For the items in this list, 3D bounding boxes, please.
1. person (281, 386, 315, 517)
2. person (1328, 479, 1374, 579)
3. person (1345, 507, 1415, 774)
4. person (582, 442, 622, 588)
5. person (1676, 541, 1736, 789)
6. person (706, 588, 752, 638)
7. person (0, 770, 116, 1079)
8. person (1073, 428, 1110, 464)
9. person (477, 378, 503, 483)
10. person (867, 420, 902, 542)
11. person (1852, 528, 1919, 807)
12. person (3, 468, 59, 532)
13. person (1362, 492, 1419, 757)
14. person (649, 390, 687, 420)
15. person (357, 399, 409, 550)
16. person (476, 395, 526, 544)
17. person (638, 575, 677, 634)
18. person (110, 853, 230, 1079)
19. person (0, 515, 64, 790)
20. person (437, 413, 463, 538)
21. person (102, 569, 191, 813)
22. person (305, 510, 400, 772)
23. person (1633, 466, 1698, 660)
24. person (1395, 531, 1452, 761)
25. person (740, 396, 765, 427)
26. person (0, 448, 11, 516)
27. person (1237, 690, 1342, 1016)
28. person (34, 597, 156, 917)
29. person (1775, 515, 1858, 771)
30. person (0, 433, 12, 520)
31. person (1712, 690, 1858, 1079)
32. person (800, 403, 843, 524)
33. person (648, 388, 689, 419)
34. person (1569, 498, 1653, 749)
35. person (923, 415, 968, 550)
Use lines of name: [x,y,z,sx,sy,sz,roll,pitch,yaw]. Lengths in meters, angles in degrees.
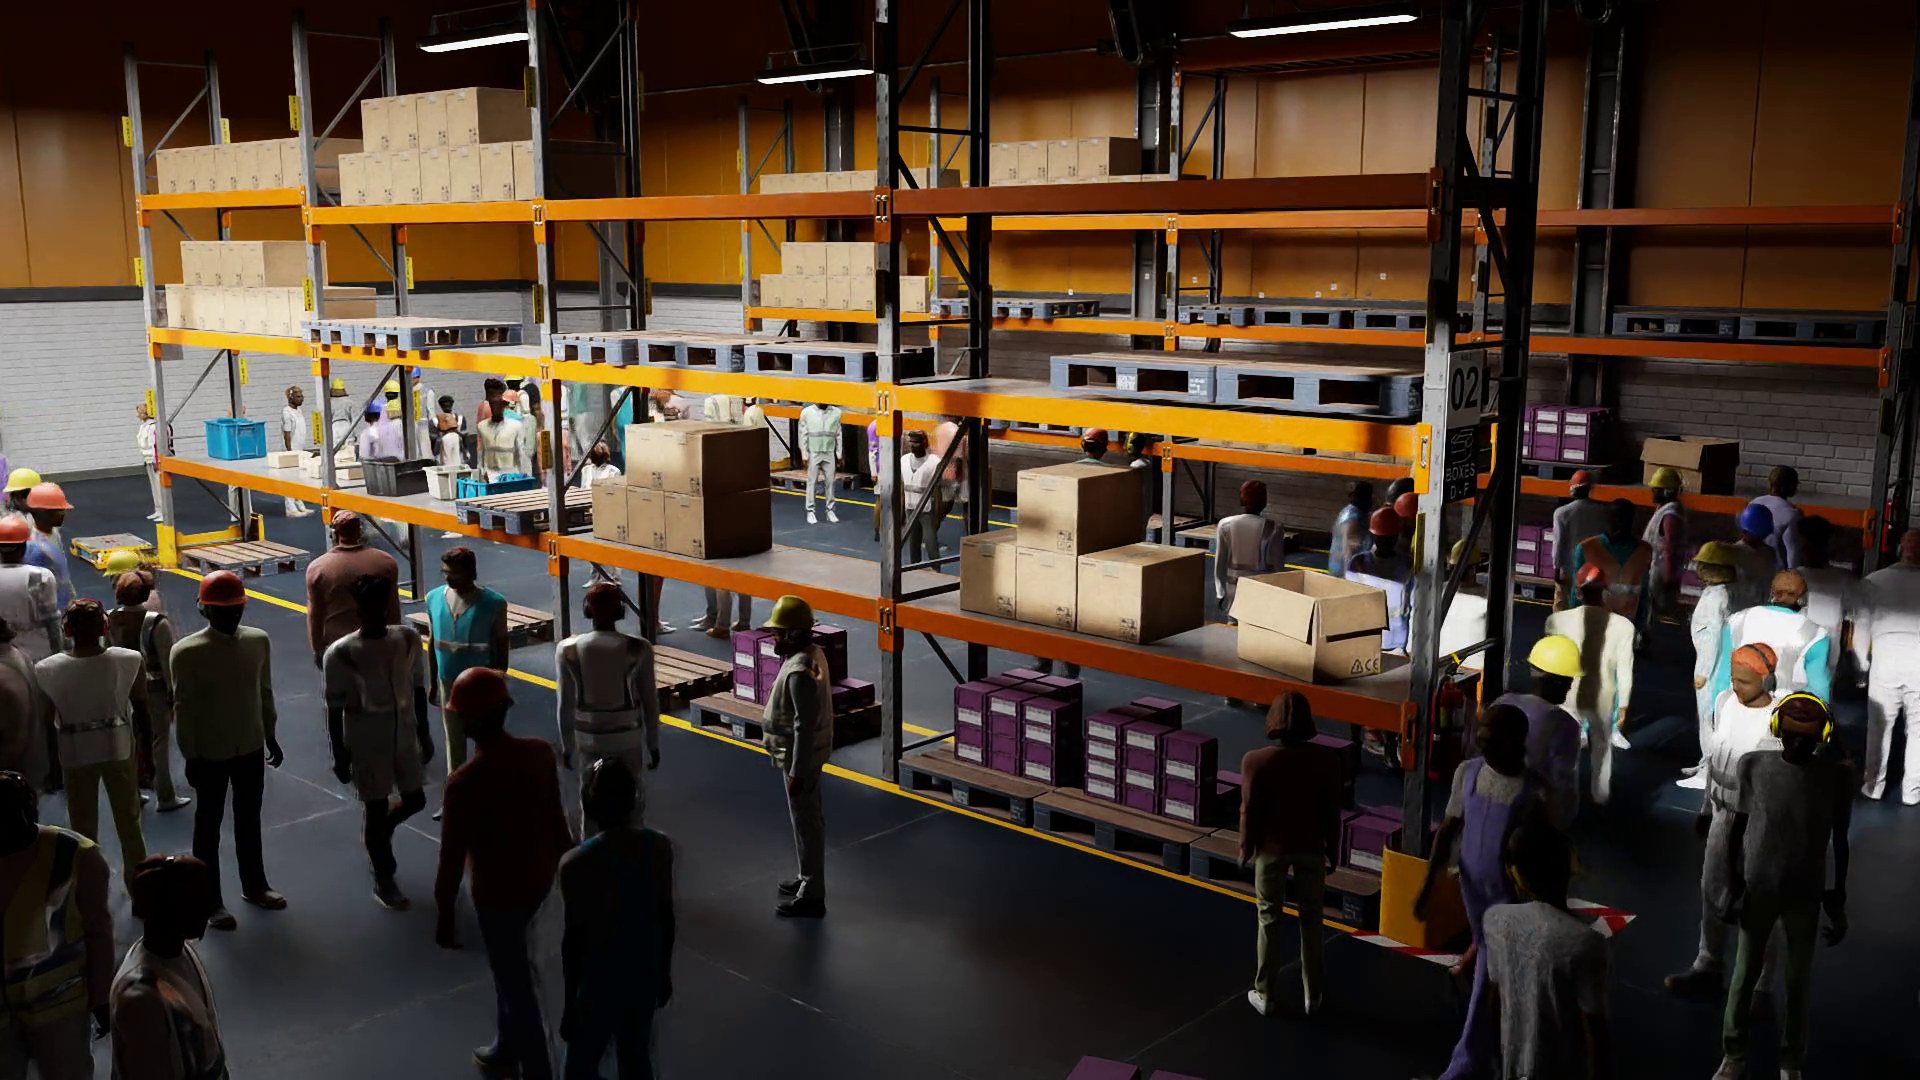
person: [-9.288,-1.228,23.232,0.347,1.838,0.501,0,10,-2]
person: [3.343,0.398,14.118,0.431,1.812,0.706,3,10,15]
person: [3.015,0.719,11.917,0.545,1.938,0.356,1,10,7]
person: [-3.937,-0.265,18.335,0.514,1.636,0.315,4,11,22]
person: [5.218,0.870,11.614,0.301,1.745,0.483,6,12,32]
person: [-2.247,0.029,16.094,0.429,1.844,0.624,9,13,41]
person: [-3.541,1.761,6.297,0.635,1.842,0.429,-2,10,-13]
person: [1.321,-0.118,16.401,0.610,2.032,0.404,8,13,39]
person: [-6.493,-1.274,23.122,0.376,1.959,0.603,-6,12,-31]
person: [-0.915,-0.916,21.211,0.391,1.925,0.550,9,13,42]
person: [6.394,0.861,11.265,0.659,1.886,0.400,7,12,34]
person: [-7.793,0.350,14.031,0.588,1.927,0.370,6,12,33]
person: [3.287,0.620,12.356,0.617,1.984,0.410,-5,11,-27]
person: [-4.192,-1.462,24.080,0.610,1.996,0.384,3,10,14]
person: [-7.235,-0.817,20.751,1.019,1.891,0.627,3,10,16]
person: [-5.845,-0.906,21.205,0.608,1.903,0.444,1,10,5]
person: [-3.001,-0.022,16.209,0.408,1.907,0.598,-6,12,-29]
person: [-2.514,1.911,5.359,0.367,1.879,0.577,-3,10,-15]
person: [-6.484,0.793,11.497,0.546,1.939,0.375,-2,10,-13]
person: [-6.614,-0.840,21.619,0.287,1.623,0.515,0,10,-2]
person: [-5.463,1.010,11.115,0.524,1.639,0.308,2,10,11]
person: [-4.363,0.730,12.000,0.634,1.896,0.394,-5,11,-27]
person: [6.467,0.222,15.109,0.769,1.806,0.598,5,11,24]
person: [3.389,0.772,12.201,0.487,1.737,0.322,1,10,5]
person: [-3.043,-1.371,24.291,0.365,1.743,0.569,3,10,15]
person: [-12.923,-0.991,22.146,0.390,1.728,0.511,0,10,2]
person: [1.613,1.535,8.165,0.498,1.633,0.282,0,10,1]
person: [-4.799,1.233,9.267,0.570,1.844,0.379,-6,12,-31]
person: [5.874,0.803,11.442,0.602,1.947,0.662,-1,10,-7]
person: [-11.396,-0.483,19.587,0.524,1.631,0.319,3,11,17]
person: [3.634,1.568,7.330,0.520,1.865,0.328,5,11,27]
person: [-1.895,-1.182,22.757,0.590,1.909,0.385,-4,11,-21]
person: [-4.181,-1.396,23.917,0.647,1.936,0.542,-6,11,-29]
person: [4.874,0.628,12.524,0.641,1.913,0.394,0,10,-1]
person: [-0.102,-0.808,20.620,0.718,1.918,0.626,-6,12,-33]
